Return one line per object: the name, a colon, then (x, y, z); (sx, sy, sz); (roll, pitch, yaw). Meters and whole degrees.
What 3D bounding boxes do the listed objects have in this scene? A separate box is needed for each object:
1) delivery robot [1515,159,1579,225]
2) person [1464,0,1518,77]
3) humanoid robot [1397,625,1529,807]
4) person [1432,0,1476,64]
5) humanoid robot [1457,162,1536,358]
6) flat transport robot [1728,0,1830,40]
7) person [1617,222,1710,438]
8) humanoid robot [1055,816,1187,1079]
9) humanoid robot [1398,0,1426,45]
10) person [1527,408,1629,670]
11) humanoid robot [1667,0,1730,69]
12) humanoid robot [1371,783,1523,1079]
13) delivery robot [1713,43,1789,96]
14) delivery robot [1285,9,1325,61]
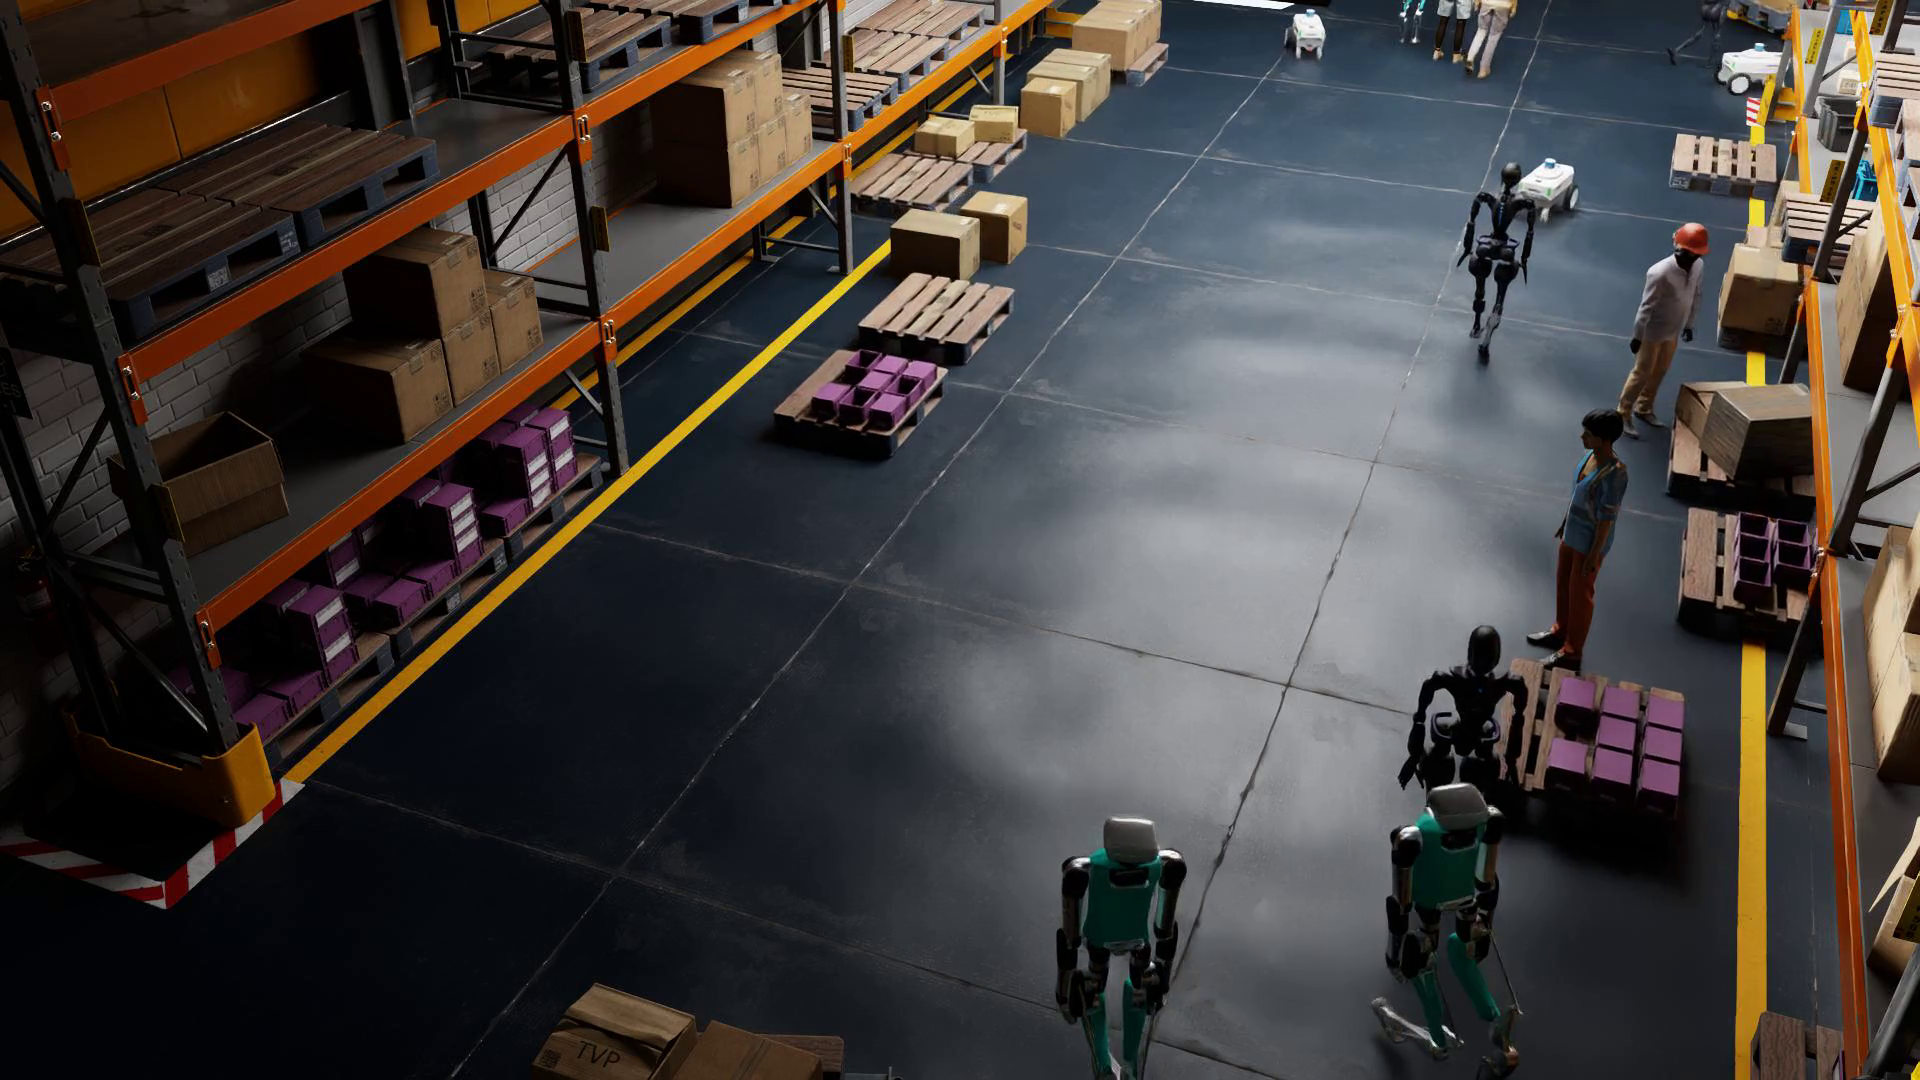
delivery robot: (5.924, -3.564, 16.834); (0.499, 0.583, 0.774); (22, 39, 30)
person: (6.546, -6.525, 20.318); (0.510, 1.745, 0.509); (22, 39, 30)
humanoid robot: (2.588, 1.117, 8.564); (0.612, 1.648, 0.323); (3, 33, 5)
person: (6.257, -6.859, 20.893); (0.532, 1.693, 0.320); (24, 40, 32)
humanoid robot: (4.491, -2.375, 14.004); (0.593, 1.640, 0.734); (14, 35, 21)
flat transport robot: (11.072, -6.969, 22.377); (0.659, 0.231, 1.431); (-8, 34, -13)
person: (5.401, -1.615, 12.733); (0.592, 1.741, 0.356); (-17, 37, -25)
humanoid robot: (0.701, 2.001, 7.134); (0.559, 1.740, 0.987); (-6, 33, -9)
humanoid robot: (5.917, -7.220, 21.402); (0.537, 1.784, 0.669); (19, 38, 27)
person: (3.826, -0.013, 10.241); (0.341, 1.758, 0.507); (-1, 33, -2)
humanoid robot: (9.308, -6.685, 20.663); (0.691, 1.637, 0.608); (0, 33, 0)
humanoid robot: (2.191, 1.905, 7.326); (0.559, 1.744, 1.046); (-9, 34, -14)
delivery robot: (9.595, -5.706, 20.176); (0.796, 0.613, 0.499); (0, 33, -1)
delivery robot: (4.483, -6.527, 21.448); (0.499, 0.614, 0.815); (2, 33, 3)
